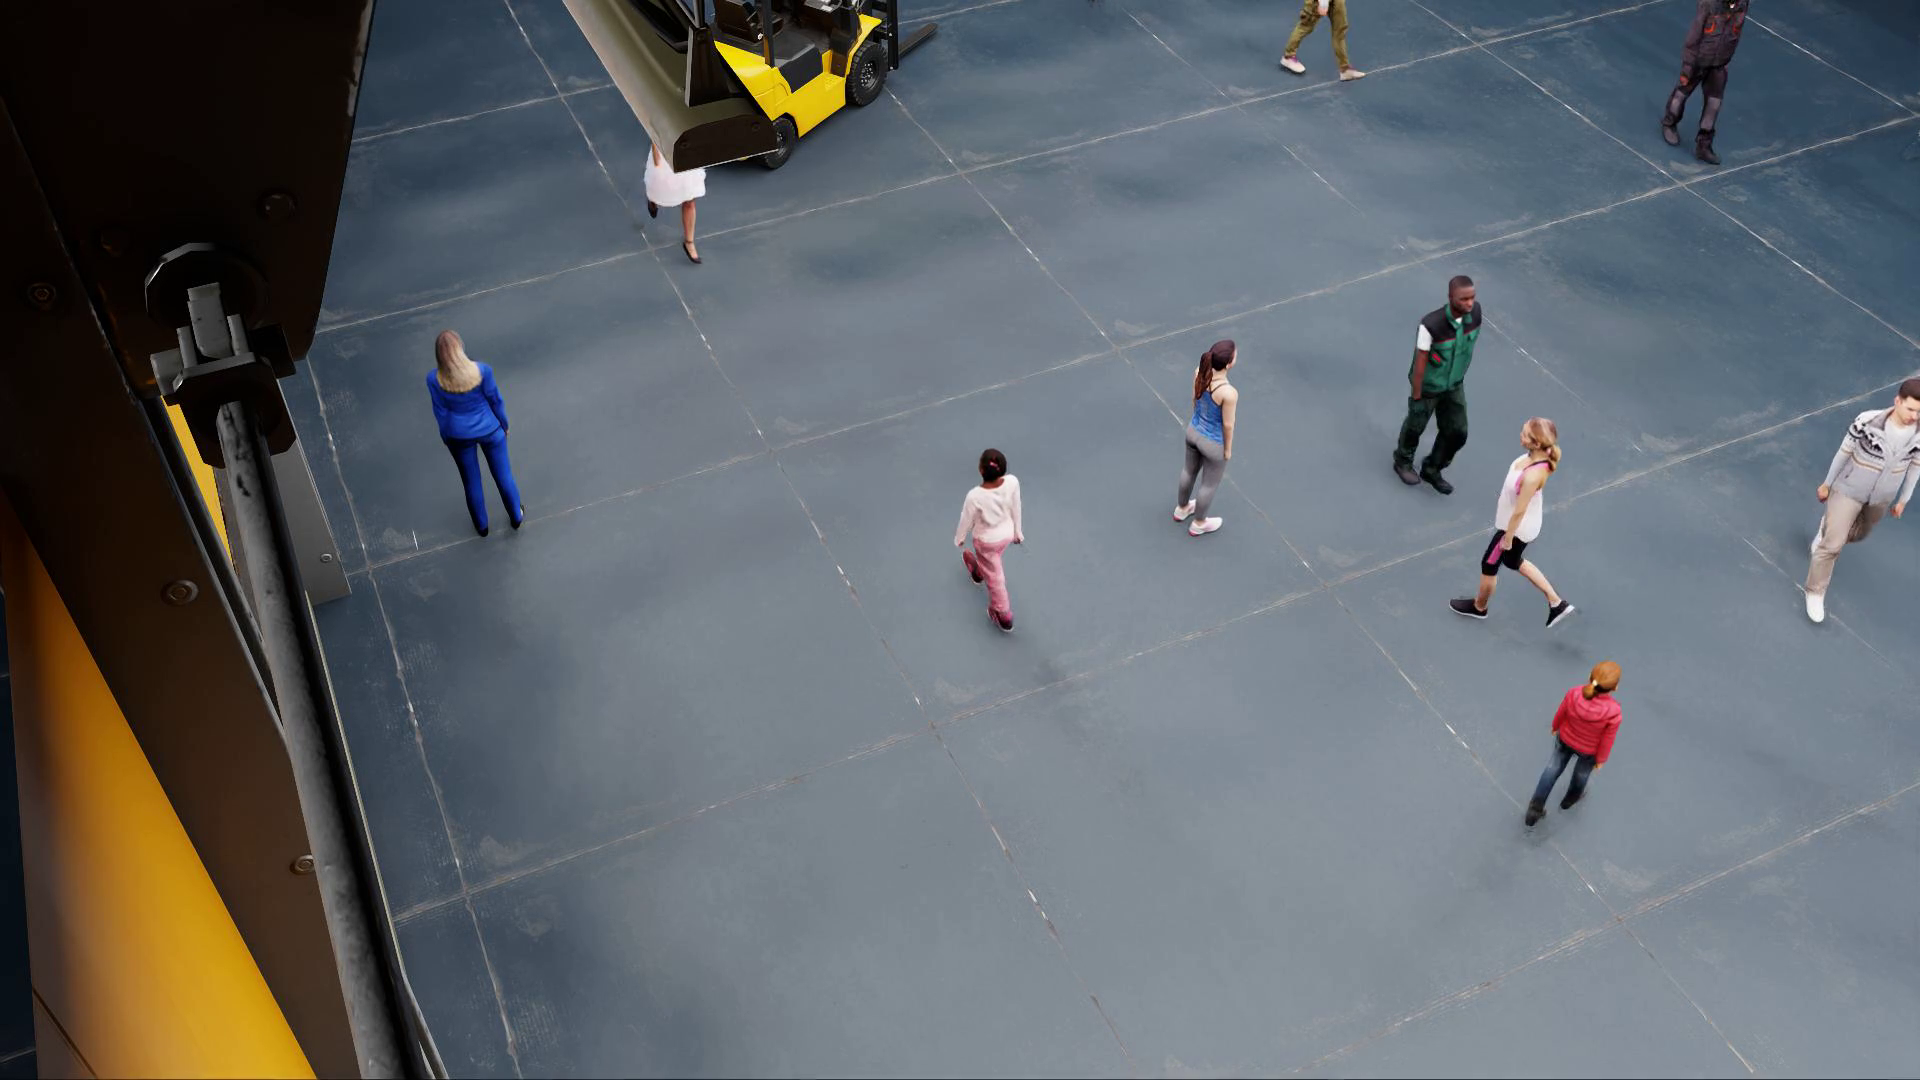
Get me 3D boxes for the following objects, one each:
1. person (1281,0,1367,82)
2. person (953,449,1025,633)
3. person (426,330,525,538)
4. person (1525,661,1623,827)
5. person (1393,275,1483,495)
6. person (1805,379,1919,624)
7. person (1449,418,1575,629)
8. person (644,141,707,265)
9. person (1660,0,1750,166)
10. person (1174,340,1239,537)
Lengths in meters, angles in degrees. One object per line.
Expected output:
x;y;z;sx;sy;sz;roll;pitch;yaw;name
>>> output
3.495;-5.365;16.272;1.240;1.765;0.961;34;53;30;person
0.251;0.017;10.877;0.639;1.415;0.967;-23;48;-22;person
-3.342;-0.732;11.456;0.651;1.699;0.591;-12;45;-12;person
3.580;1.212;9.704;0.801;1.301;0.746;34;53;30;person
3.334;-1.162;11.818;0.683;1.823;0.719;-18;47;-18;person
5.964;-0.387;10.993;1.084;1.839;1.225;7;44;7;person
3.678;-0.055;10.696;1.098;1.768;0.962;23;48;22;person
-2.458;-3.193;13.966;0.799;1.801;1.049;-28;50;-26;person
6.828;-4.477;15.317;0.944;1.797;1.175;-4;44;-4;person
1.715;-0.713;11.504;0.646;1.607;0.498;-25;49;-24;person
